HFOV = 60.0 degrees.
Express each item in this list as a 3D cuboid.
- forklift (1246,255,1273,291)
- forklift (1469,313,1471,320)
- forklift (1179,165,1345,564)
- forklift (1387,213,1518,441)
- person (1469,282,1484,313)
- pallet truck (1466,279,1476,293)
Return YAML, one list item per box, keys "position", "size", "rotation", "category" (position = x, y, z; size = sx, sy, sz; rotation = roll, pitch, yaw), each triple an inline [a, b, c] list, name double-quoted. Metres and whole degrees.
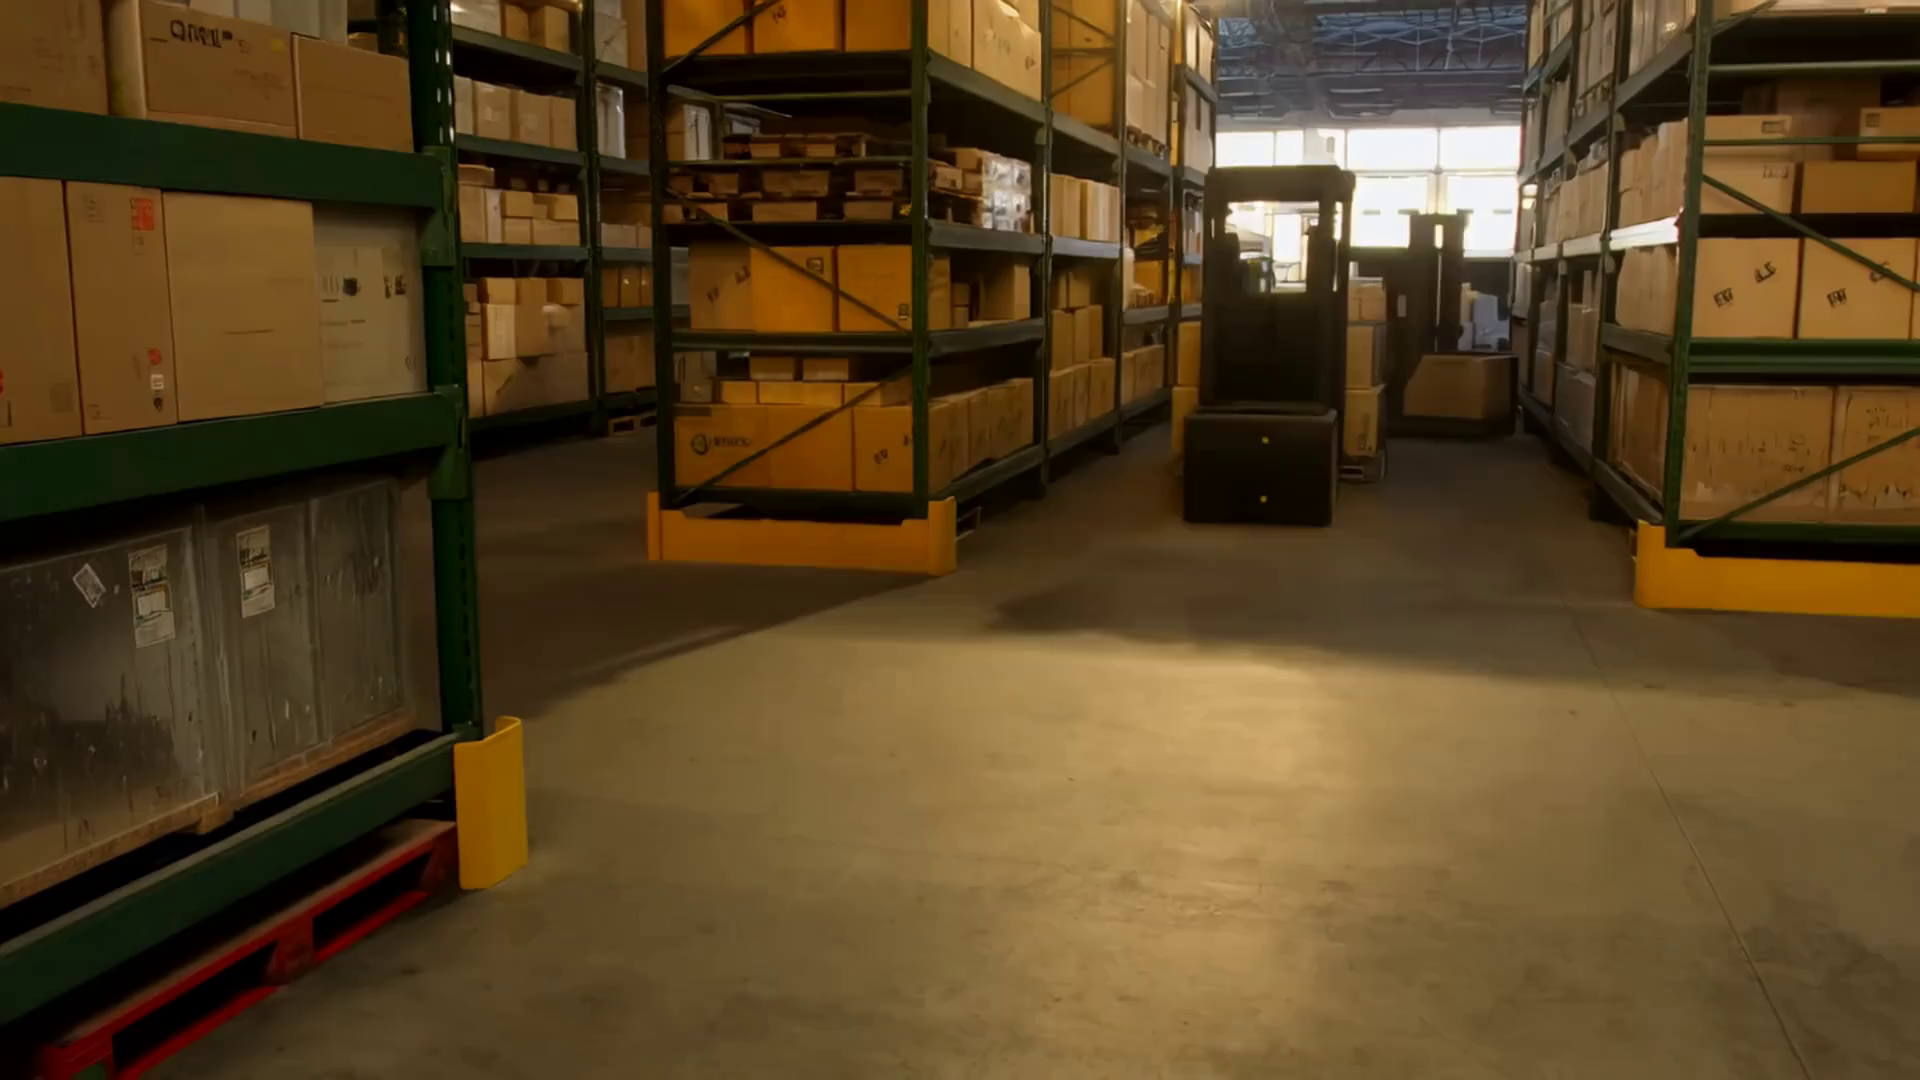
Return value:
- position: [10.551, -8.662, 58.805]
  size: [1.129, 2.768, 1.873]
  rotation: [2, 9, 15]
  category: "forklift"
- position: [12.581, -6.282, 43.685]
  size: [1.873, 2.768, 1.129]
  rotation: [-6, 11, -34]
  category: "forklift"
- position: [2.271, -1.328, 12.211]
  size: [1.129, 2.768, 1.873]
  rotation: [2, 9, 15]
  category: "forklift"
- position: [5.999, -2.714, 21.013]
  size: [1.873, 2.768, 1.129]
  rotation: [9, 12, 44]
  category: "forklift"
- position: [13.913, -5.987, 44.863]
  size: [0.439, 1.922, 0.634]
  rotation: [-5, 10, -31]
  category: "person"
- position: [18.896, -8.459, 60.307]
  size: [1.885, 1.965, 0.823]
  rotation: [5, 10, 31]
  category: "pallet truck"
